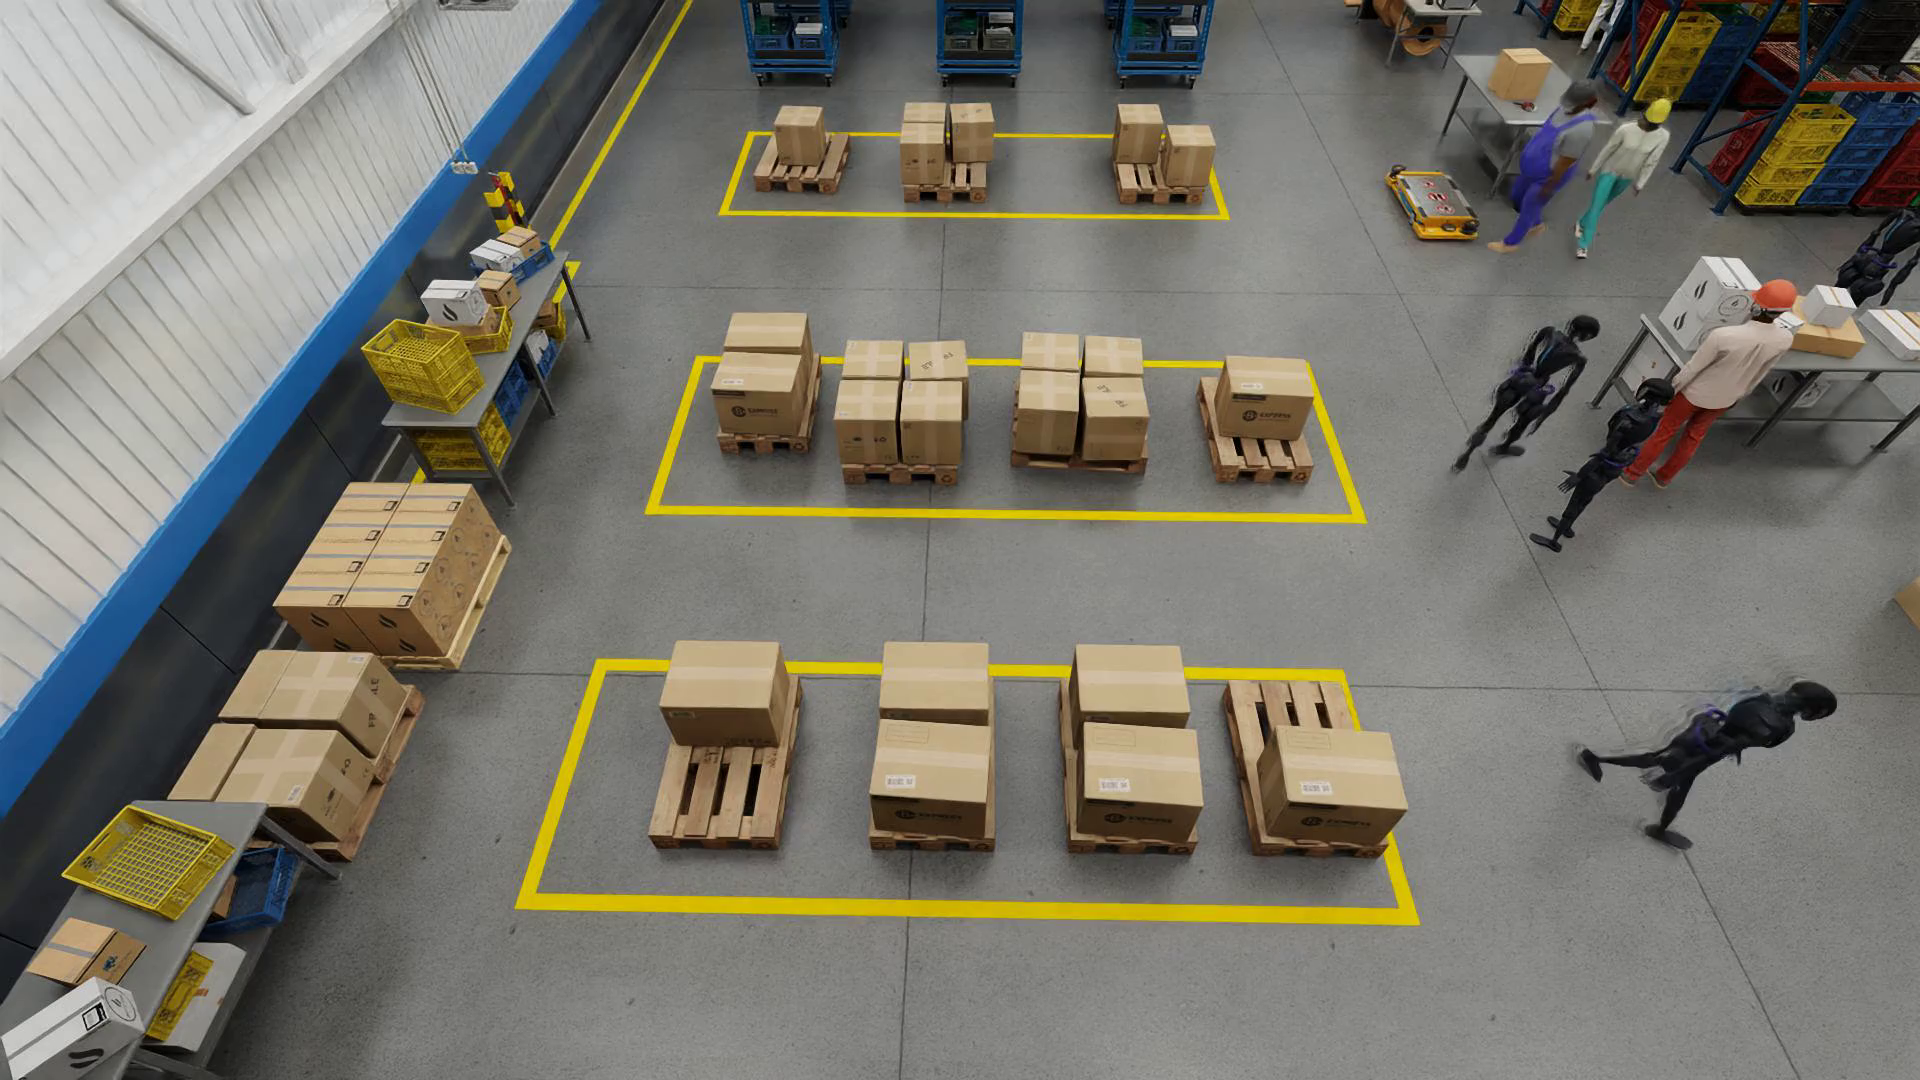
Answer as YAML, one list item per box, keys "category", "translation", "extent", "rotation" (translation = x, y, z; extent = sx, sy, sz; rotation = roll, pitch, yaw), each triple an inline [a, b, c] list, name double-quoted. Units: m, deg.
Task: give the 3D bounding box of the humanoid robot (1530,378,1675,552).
- category: "humanoid robot"
  translation: [4.964, -0.587, 7.100]
  extent: [0.588, 1.659, 0.328]
  rotation: [-31, 56, -24]

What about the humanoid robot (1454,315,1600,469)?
- category: "humanoid robot"
  translation: [4.771, -1.234, 7.708]
  extent: [0.734, 1.617, 0.591]
  rotation: [-22, 53, -18]

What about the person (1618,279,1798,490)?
- category: "person"
  translation: [6.067, -1.217, 7.454]
  extent: [0.616, 1.986, 0.406]
  rotation: [3, 49, 3]

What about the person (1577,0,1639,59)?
- category: "person"
  translation: [9.772, -8.136, 13.509]
  extent: [0.356, 1.882, 0.574]
  rotation: [-34, 57, -26]

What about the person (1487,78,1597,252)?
- category: "person"
  translation: [6.305, -3.987, 9.814]
  extent: [0.629, 2.000, 0.729]
  rotation: [7, 50, 6]

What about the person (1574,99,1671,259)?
- category: "person"
  translation: [7.190, -3.963, 10.008]
  extent: [0.529, 1.702, 0.920]
  rotation: [11, 50, 10]

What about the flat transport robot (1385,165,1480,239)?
- category: "flat transport robot"
  translation: [5.692, -4.094, 11.059]
  extent: [0.652, 0.197, 1.431]
  rotation: [1, 49, 1]

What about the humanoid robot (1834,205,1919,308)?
- category: "humanoid robot"
  translation: [8.790, -2.598, 8.853]
  extent: [0.364, 1.649, 0.594]
  rotation: [0, 49, 0]

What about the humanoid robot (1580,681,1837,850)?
- category: "humanoid robot"
  translation: [4.457, 1.254, 5.562]
  extent: [0.640, 1.641, 0.776]
  rotation: [-33, 57, -25]
